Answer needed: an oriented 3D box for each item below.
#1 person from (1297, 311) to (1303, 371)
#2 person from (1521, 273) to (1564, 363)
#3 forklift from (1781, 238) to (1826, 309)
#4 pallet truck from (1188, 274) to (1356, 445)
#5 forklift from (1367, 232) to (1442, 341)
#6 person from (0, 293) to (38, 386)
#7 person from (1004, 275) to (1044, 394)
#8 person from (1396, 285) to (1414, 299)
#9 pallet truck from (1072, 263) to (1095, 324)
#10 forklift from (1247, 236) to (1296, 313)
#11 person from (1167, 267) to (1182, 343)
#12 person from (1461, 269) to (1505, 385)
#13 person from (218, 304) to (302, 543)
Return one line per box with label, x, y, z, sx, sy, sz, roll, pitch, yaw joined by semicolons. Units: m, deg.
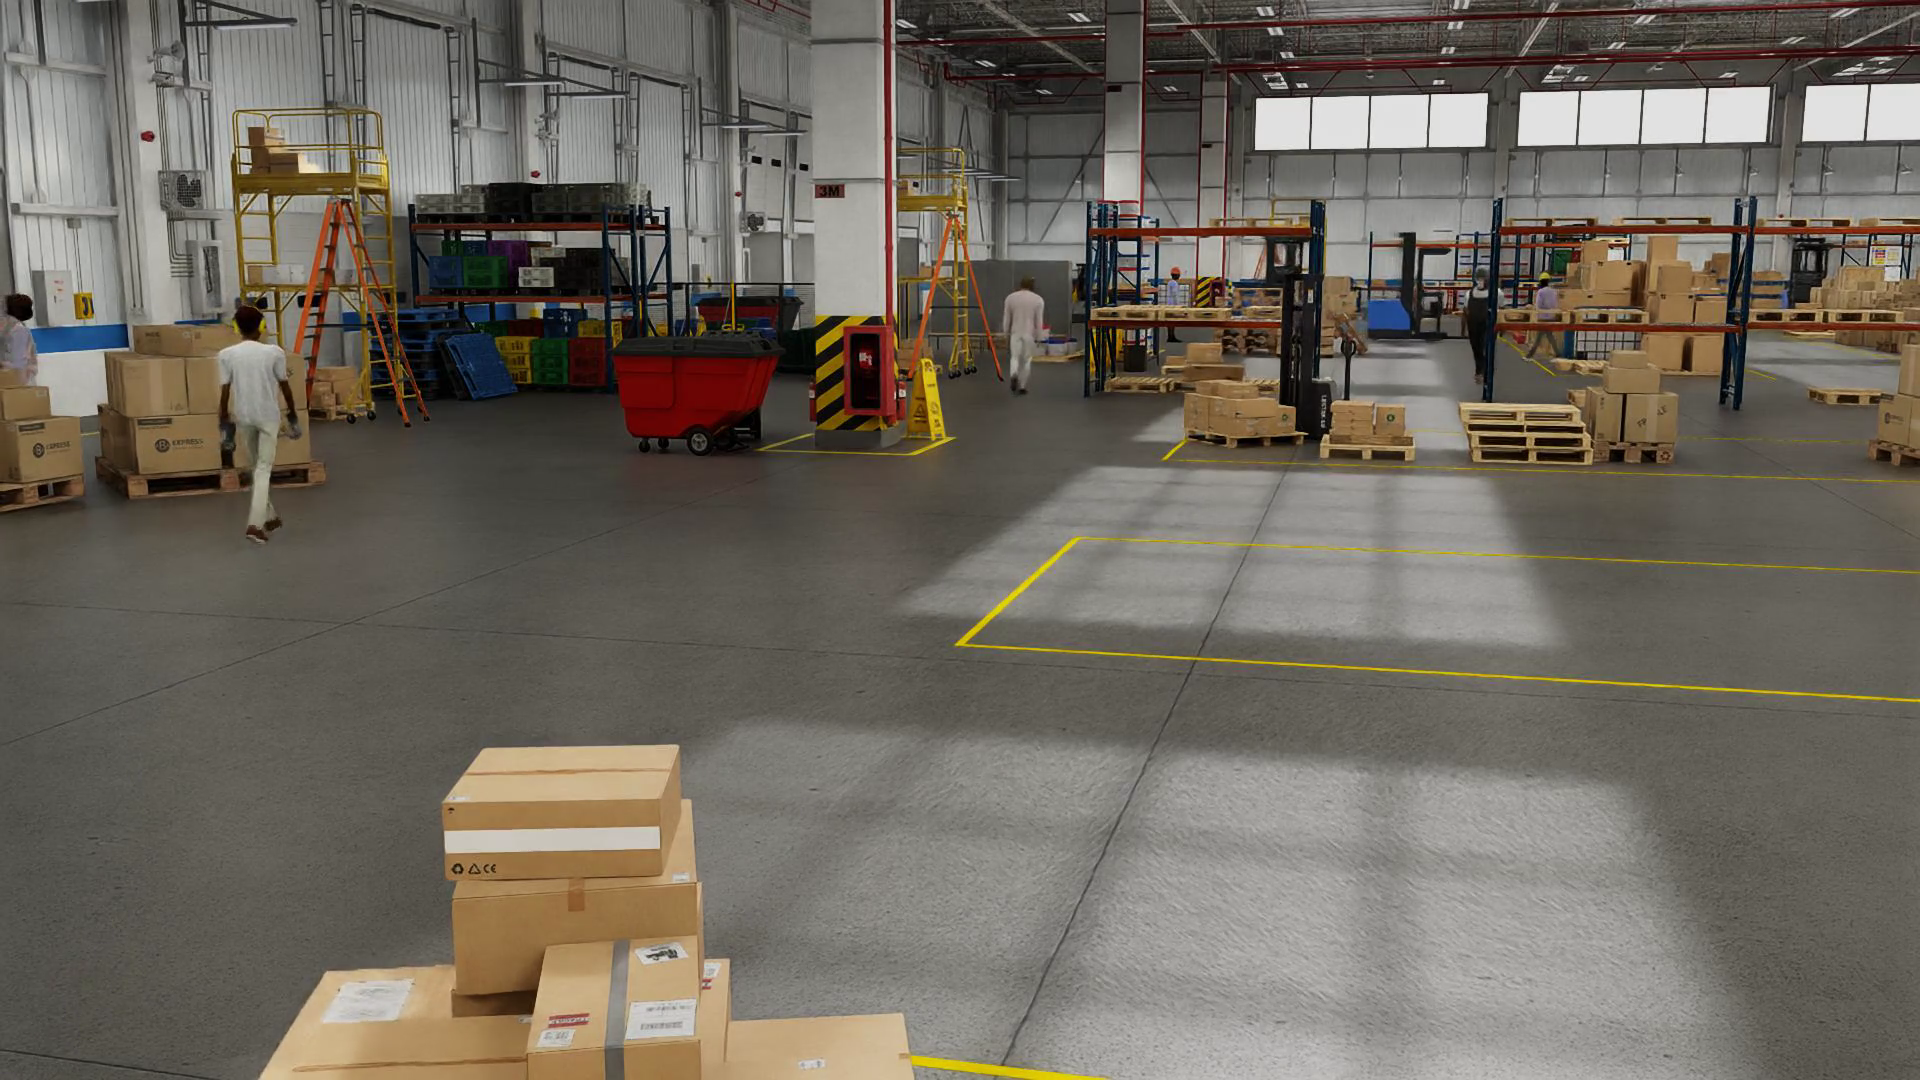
person;6.641;-4.093;31.881;0.332;1.733;0.502;6;12;33
person;12.227;-4.631;34.708;0.678;1.863;0.969;-9;13;-43
forklift;28.066;-8.622;55.172;1.129;2.768;1.873;2;10;14
pallet truck;3.653;-2.138;19.590;1.885;1.965;0.823;-4;10;-20
forklift;11.610;-6.594;43.226;1.873;2.768;1.129;2;10;14
person;-9.876;-1.641;17.223;0.644;1.814;0.618;8;13;40
person;1.004;-3.243;26.374;0.641;1.913;0.542;2;10;10
person;13.074;-6.950;48.856;0.539;1.679;0.660;4;10;23
pallet truck;4.325;-8.180;55.162;0.823;1.965;1.885;6;11;31
forklift;9.519;-7.661;49.510;1.129;2.768;1.873;-5;11;-28
person;5.504;-6.033;42.695;0.357;1.938;0.545;-1;10;-9
person;8.894;-3.671;28.485;0.694;2.000;1.007;7;12;37
person;-5.425;-0.903;12.858;0.519;1.826;0.986;0;10;-1
